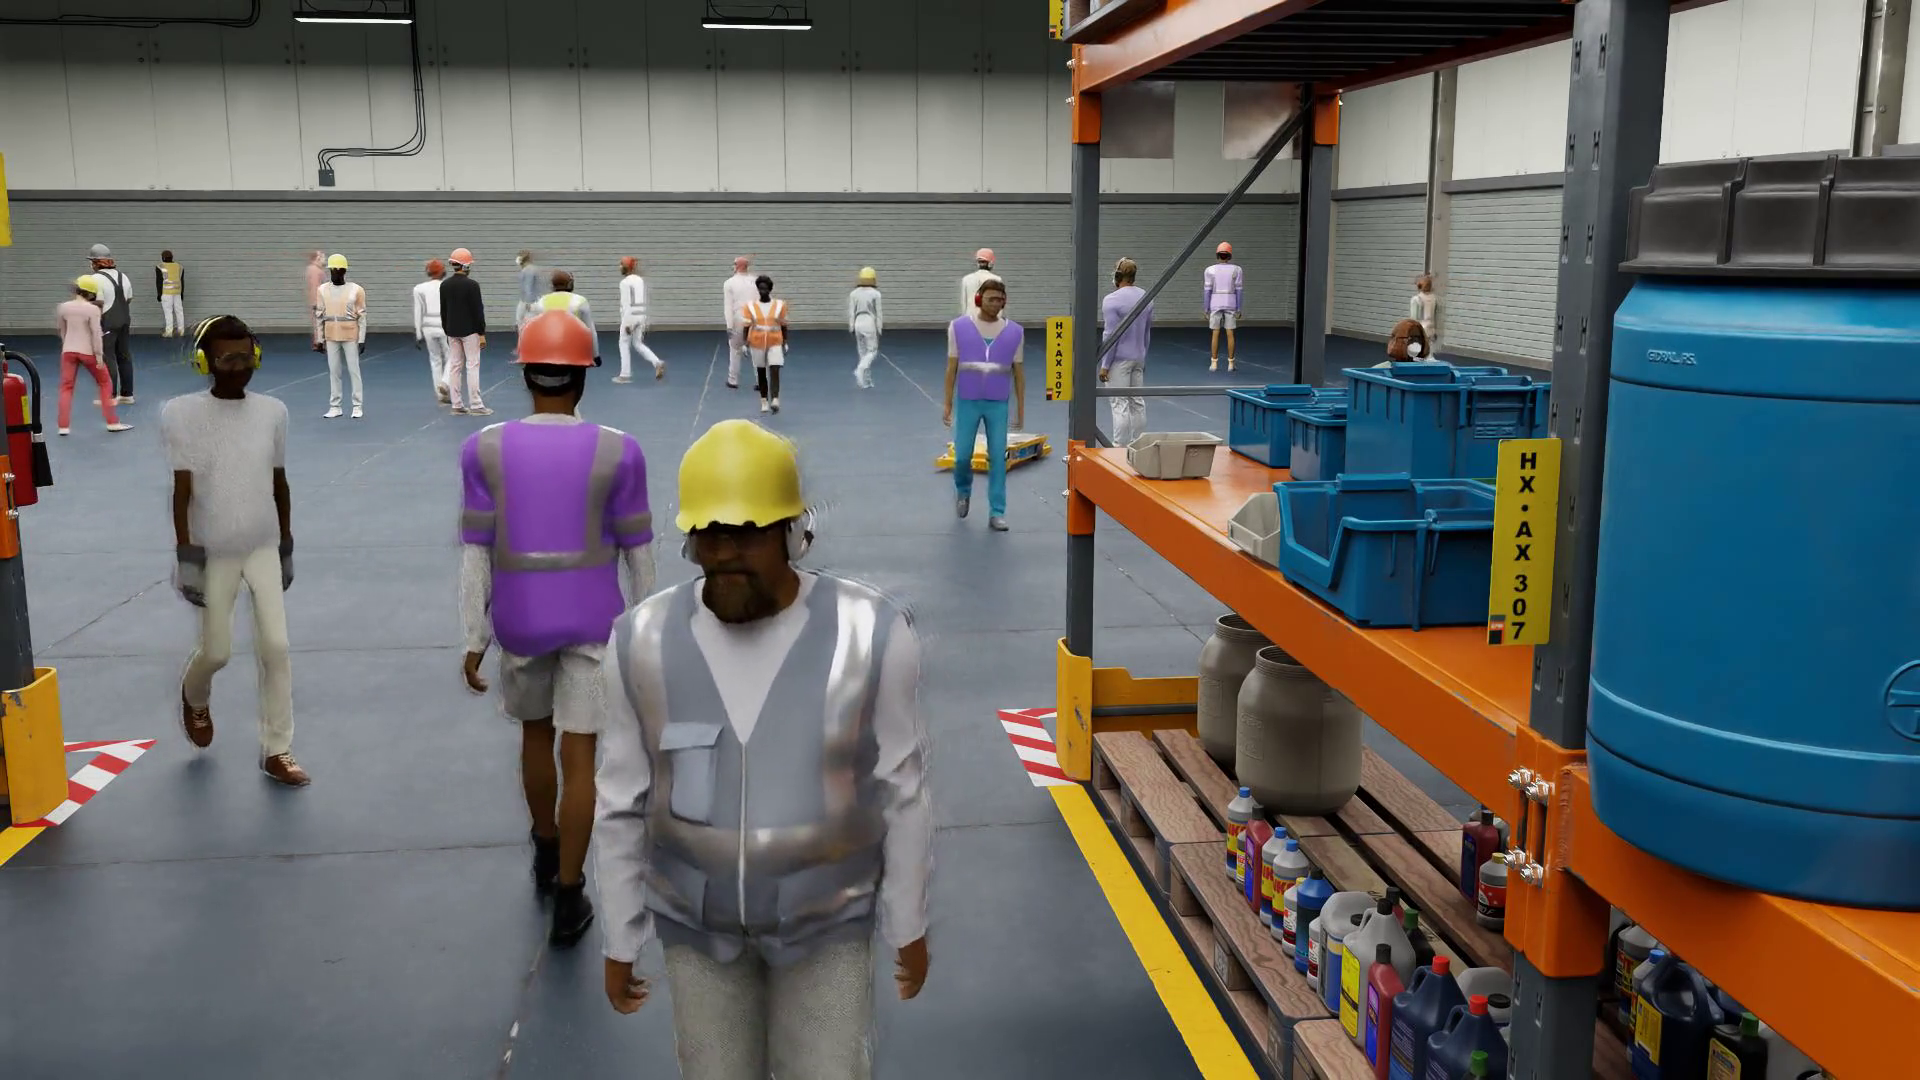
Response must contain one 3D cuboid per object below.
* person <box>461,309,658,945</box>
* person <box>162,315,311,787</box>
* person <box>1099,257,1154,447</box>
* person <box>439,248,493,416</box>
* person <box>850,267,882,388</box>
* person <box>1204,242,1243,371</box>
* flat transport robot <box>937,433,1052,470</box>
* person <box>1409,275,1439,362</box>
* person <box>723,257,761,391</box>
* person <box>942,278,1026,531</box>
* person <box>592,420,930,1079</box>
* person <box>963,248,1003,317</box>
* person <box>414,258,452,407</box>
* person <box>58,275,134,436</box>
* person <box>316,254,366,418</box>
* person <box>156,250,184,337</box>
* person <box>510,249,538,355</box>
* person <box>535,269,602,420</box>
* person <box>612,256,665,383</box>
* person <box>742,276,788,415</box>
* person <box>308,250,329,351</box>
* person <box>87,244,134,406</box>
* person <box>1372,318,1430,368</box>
[{"bbox_3d":[-1.229,0.237,5.231,0.575,1.904,0.835,-1,10,-4],"label":"person"},{"bbox_3d":[-2.881,0.029,6.558,0.510,1.843,0.750,-10,14,-43],"label":"person"},{"bbox_3d":[1.530,-1.650,15.500,0.372,1.940,0.630,10,14,44],"label":"person"},{"bbox_3d":[-5.905,-2.469,19.834,0.611,1.995,0.380,5,11,24],"label":"person"},{"bbox_3d":[-1.347,-2.966,23.321,0.490,1.722,0.643,5,11,25],"label":"person"},{"bbox_3d":[4.189,-3.710,26.502,0.605,2.045,0.379,1,10,8],"label":"person"},{"bbox_3d":[0.344,-0.856,15.722,0.652,0.197,1.431,4,11,21],"label":"flat transport robot"},{"bbox_3d":[6.347,-2.786,22.597,0.524,1.624,0.617,-6,12,-32],"label":"person"},{"bbox_3d":[-2.992,-3.010,23.220,0.653,1.854,1.014,-6,12,-30],"label":"person"},{"bbox_3d":[0.175,-0.999,12.213,0.626,1.830,0.568,-2,10,-8],"label":"person"},{"bbox_3d":[-0.368,0.681,3.046,0.619,1.816,0.428,1,10,5],"label":"person"},{"bbox_3d":[0.321,-2.941,22.495,0.636,1.972,0.645,4,11,23],"label":"person"},{"bbox_3d":[-6.519,-2.585,20.819,0.583,1.867,0.515,-1,10,-7],"label":"person"},{"bbox_3d":[-9.447,-1.991,17.990,0.634,1.720,0.603,2,10,9],"label":"person"},{"bbox_3d":[-7.297,-2.399,19.628,0.587,1.930,0.355,0,10,1],"label":"person"},{"bbox_3d":[-16.927,-5.274,35.636,0.429,1.844,0.627,6,12,31],"label":"person"},{"bbox_3d":[-7.776,-4.315,30.193,0.779,1.911,0.631,-6,12,-28],"label":"person"},{"bbox_3d":[-4.168,-1.957,17.601,0.625,1.799,0.969,4,11,22],"label":"person"},{"bbox_3d":[-4.725,-3.208,24.242,0.731,1.861,0.577,4,11,21],"label":"person"},{"bbox_3d":[-2.344,-2.329,19.984,0.553,1.648,0.858,-1,10,-4],"label":"person"},{"bbox_3d":[-11.876,-4.435,30.918,0.460,1.891,0.654,-4,11,-22],"label":"person"},{"bbox_3d":[-10.863,-2.727,21.120,0.536,2.000,0.672,2,11,11],"label":"person"},{"bbox_3d":[2.725,-0.545,10.270,0.499,1.636,0.286,-3,11,-16],"label":"person"}]
